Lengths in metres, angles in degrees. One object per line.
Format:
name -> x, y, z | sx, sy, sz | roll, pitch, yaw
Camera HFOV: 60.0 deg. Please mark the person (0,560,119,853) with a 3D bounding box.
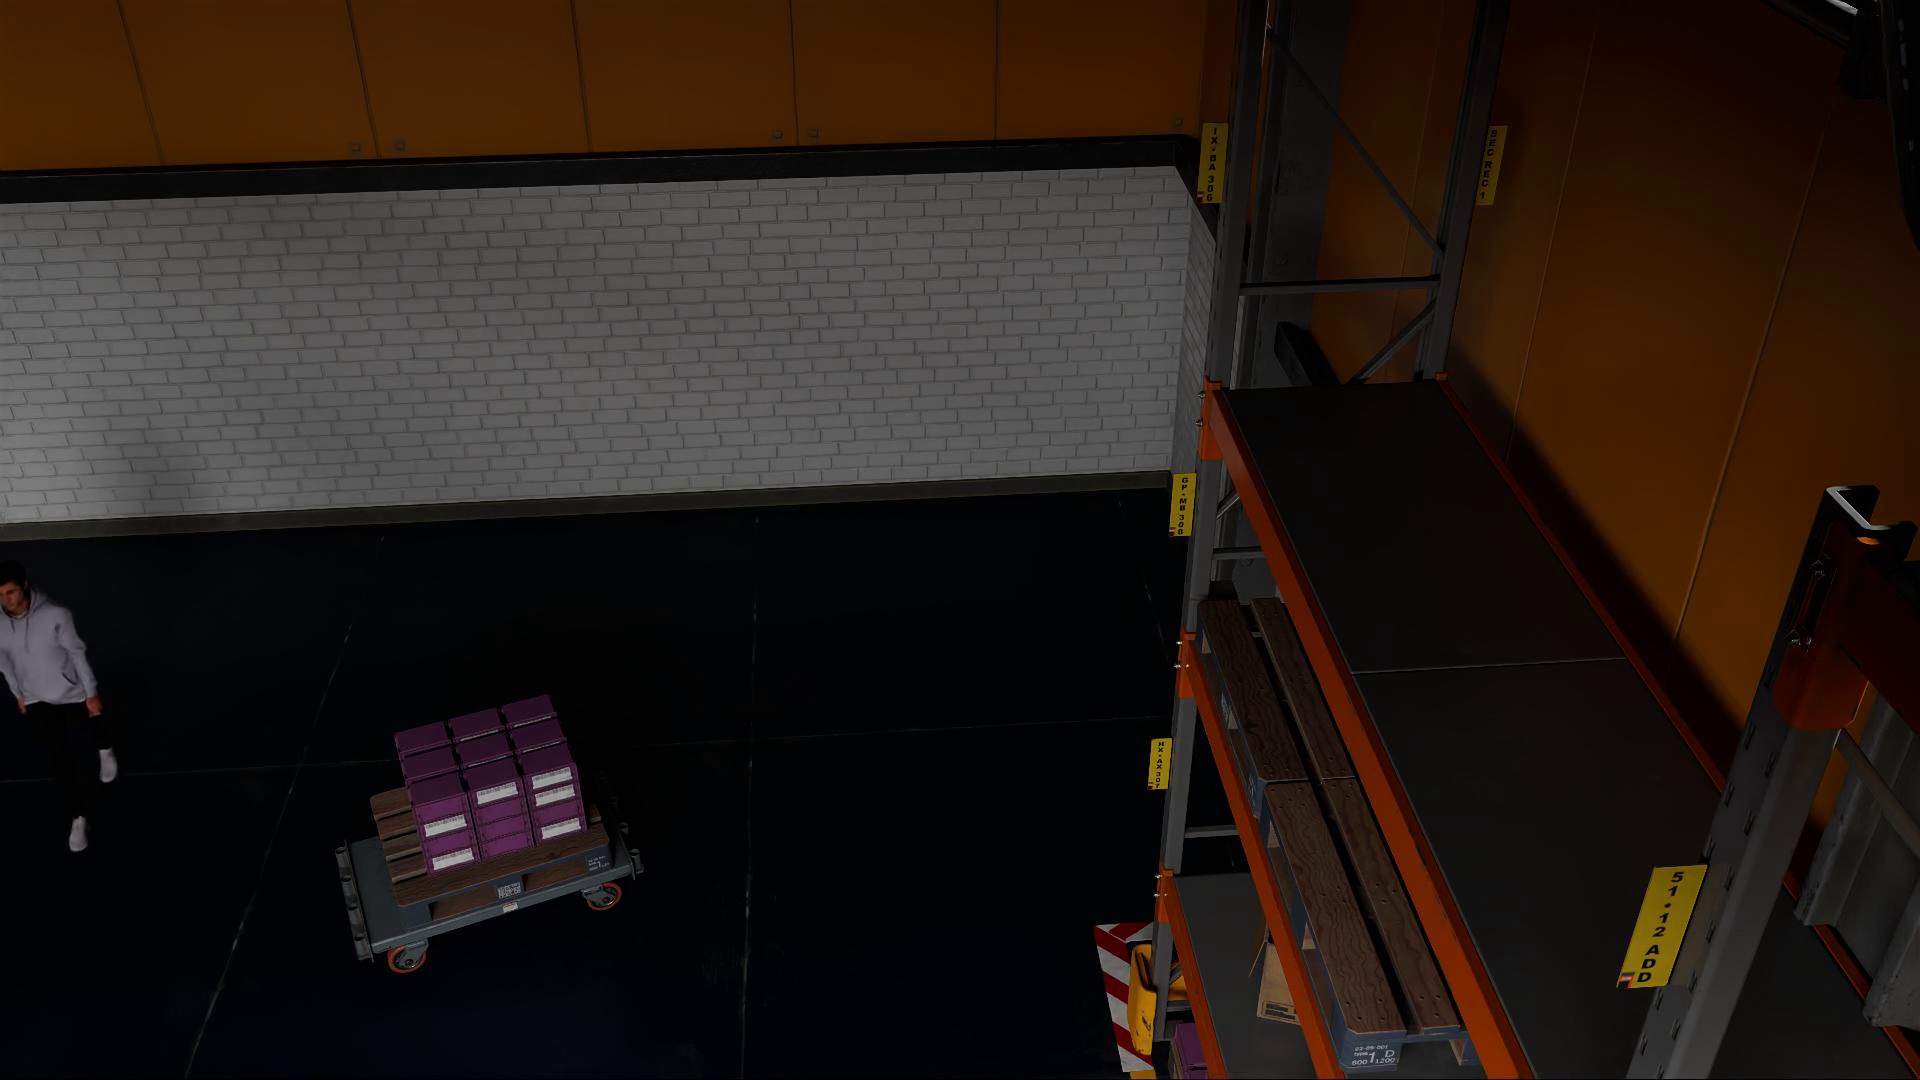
person -> -5.581, 0.879, 10.336 | 0.872, 1.879, 1.278 | -10, 35, -14
